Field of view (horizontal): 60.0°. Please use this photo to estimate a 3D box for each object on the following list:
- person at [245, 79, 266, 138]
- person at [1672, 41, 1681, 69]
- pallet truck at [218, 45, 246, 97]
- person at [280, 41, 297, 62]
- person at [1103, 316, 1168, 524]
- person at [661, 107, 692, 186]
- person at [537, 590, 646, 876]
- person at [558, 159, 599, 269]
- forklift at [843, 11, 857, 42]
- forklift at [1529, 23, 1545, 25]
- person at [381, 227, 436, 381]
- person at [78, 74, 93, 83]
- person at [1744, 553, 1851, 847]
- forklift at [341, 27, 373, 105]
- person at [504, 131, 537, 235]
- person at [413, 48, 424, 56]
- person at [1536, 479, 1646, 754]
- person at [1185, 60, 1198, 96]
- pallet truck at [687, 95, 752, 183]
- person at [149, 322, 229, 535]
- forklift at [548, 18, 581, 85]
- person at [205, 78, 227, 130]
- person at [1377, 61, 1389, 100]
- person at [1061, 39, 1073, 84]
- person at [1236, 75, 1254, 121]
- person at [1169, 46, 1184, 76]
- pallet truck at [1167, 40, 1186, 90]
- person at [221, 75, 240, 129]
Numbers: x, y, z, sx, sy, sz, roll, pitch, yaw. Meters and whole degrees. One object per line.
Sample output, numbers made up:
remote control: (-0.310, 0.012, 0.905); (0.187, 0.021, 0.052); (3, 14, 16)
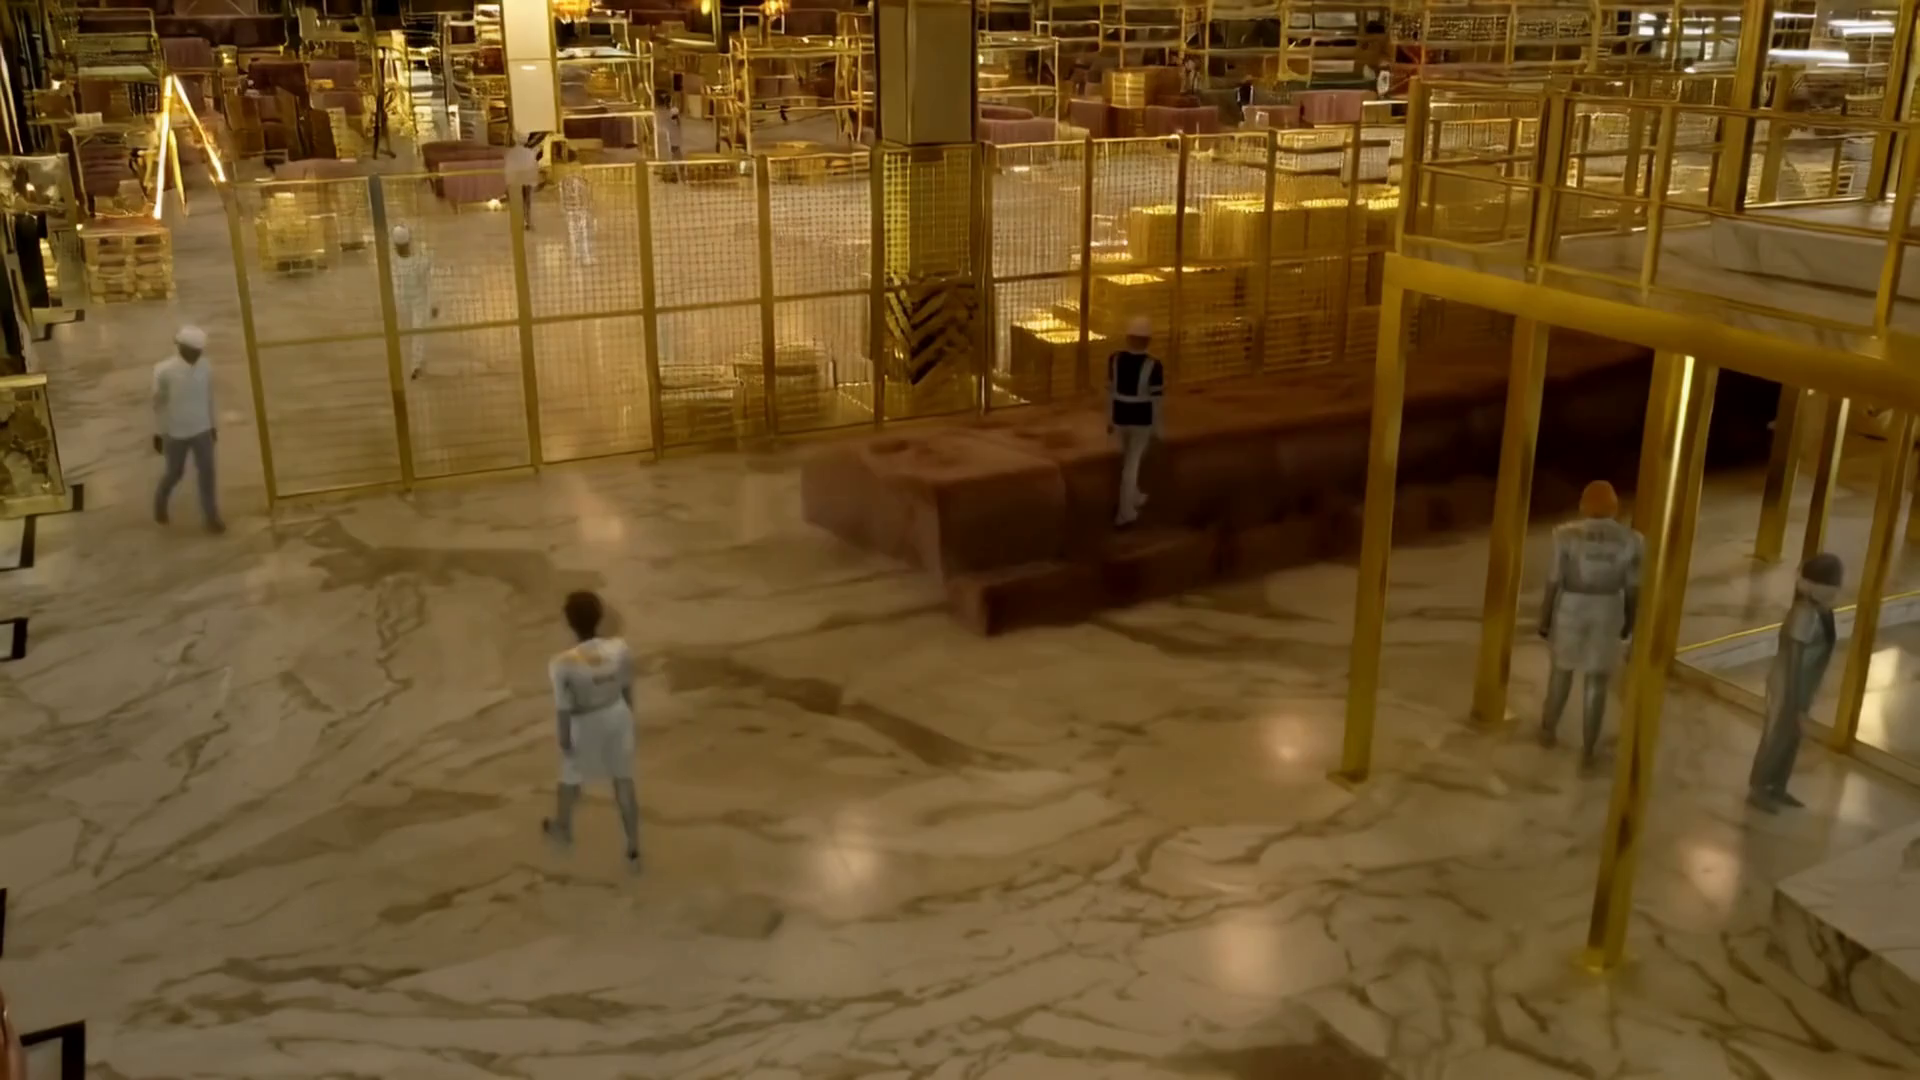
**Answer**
person: (-21.350, -13.006, 50.136); (0.897, 1.696, 0.507); (8, 21, 22)
person: (33.960, -23.061, 78.998); (0.403, 1.904, 0.637); (-7, 20, -19)
pallet truck: (-28.879, -18.665, 66.111); (0.823, 1.965, 1.885); (-3, 19, -9)
person: (-28.534, -20.239, 70.761); (0.632, 1.940, 0.372); (-9, 21, -25)
person: (1.655, -1.144, 15.498); (0.574, 1.881, 0.999); (13, 23, 33)
person: (-6.748, -9.267, 39.141); (0.973, 1.837, 0.529); (15, 24, 37)
person: (-2.110, 1.061, 9.435); (0.552, 1.653, 0.850); (-18, 26, -41)
person: (-6.472, -5.536, 28.288); (0.622, 1.845, 0.429); (5, 20, 13)
forklift: (-5.498, -25.080, 83.372); (1.873, 2.768, 1.129); (-9, 21, -25)
forklift: (22.568, -18.869, 65.368); (1.873, 2.768, 1.129); (-9, 21, -25)
person: (-6.898, -2.950, 20.741); (0.616, 1.870, 0.995); (0, 19, -1)
person: (-31.536, -16.368, 60.020); (0.516, 1.625, 0.375); (-13, 23, -32)
person: (4.903, 0.909, 9.717); (0.524, 1.769, 0.325); (-16, 24, -38)
forklift: (-22.275, -17.346, 60.954); (1.873, 2.768, 1.129); (-9, 21, -25)
person: (-8.374, -6.805, 31.773); (0.637, 1.962, 0.534); (-2, 19, -6)
person: (-25.799, -23.141, 79.173); (0.544, 1.939, 0.372); (-1, 19, -2)
person: (4.061, 0.499, 10.813); (0.635, 1.829, 0.431); (8, 21, 22)
person: (7.877, -15.435, 56.890); (0.513, 1.902, 0.590); (2, 19, 4)
pallet truck: (-5.836, -9.608, 39.856); (0.823, 1.965, 1.885); (10, 22, 27)
person: (-7.067, -1.023, 15.052); (0.842, 1.945, 0.701); (12, 22, 31)
forklift: (-17.512, -21.086, 71.793); (1.873, 2.768, 1.129); (-9, 21, -25)
person: (-23.474, -13.920, 52.529); (0.576, 1.882, 0.355); (-7, 20, -20)
person: (14.469, -15.332, 56.622); (0.807, 1.892, 0.607); (13, 23, 34)
person: (4.738, -21.039, 73.172); (0.641, 1.885, 0.668); (-11, 22, -28)
person: (9.116, -14.014, 53.148); (0.543, 1.654, 0.862); (-2, 19, -6)
person: (8.554, -18.565, 65.888); (0.602, 1.939, 0.795); (-1, 19, -3)
pallet truck: (9.045, -19.971, 69.895); (0.823, 1.965, 1.885); (-3, 19, -8)
person: (-22.260, -13.265, 50.785); (0.522, 1.798, 1.000); (-18, 26, -42)
